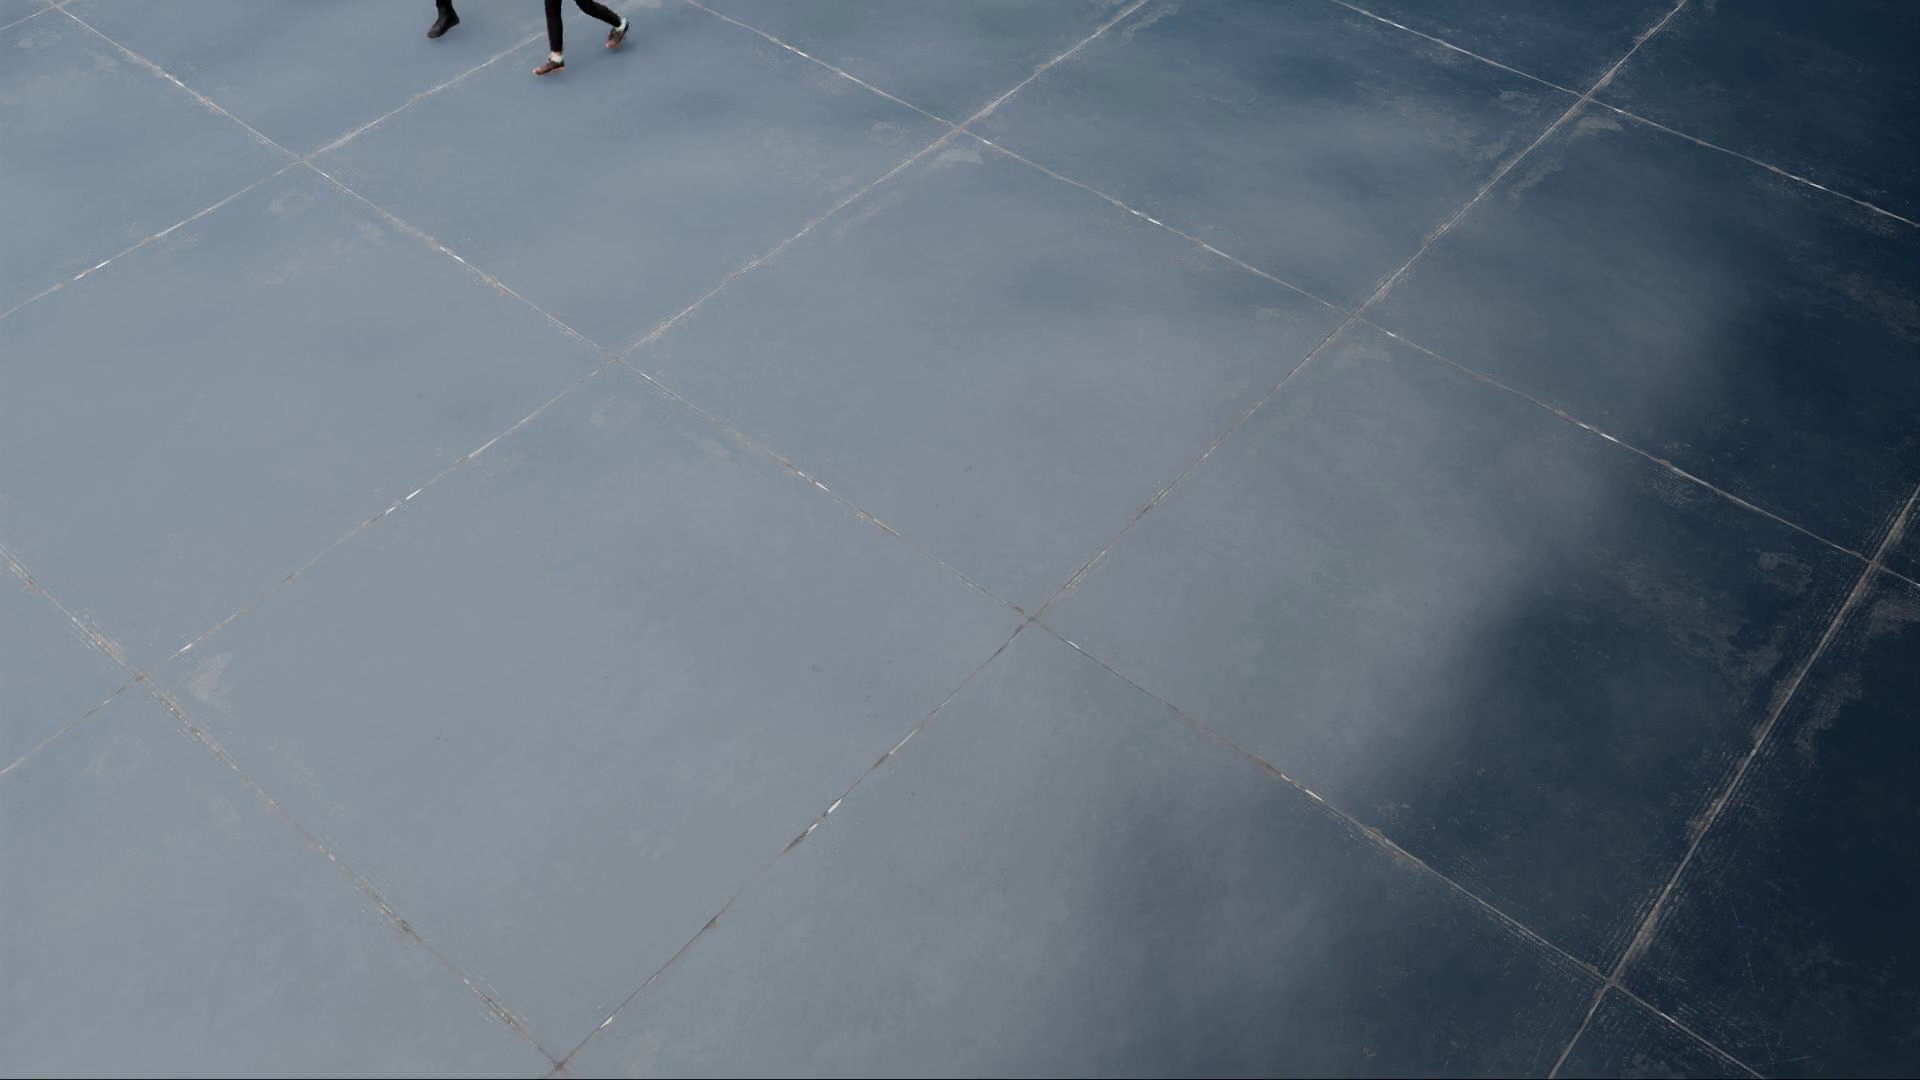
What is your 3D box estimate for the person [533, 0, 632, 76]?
[{"bbox_3d":[-2.548,-3.812,10.984,1.031,1.449,0.656,-34,56,-28],"label":"person"}]
